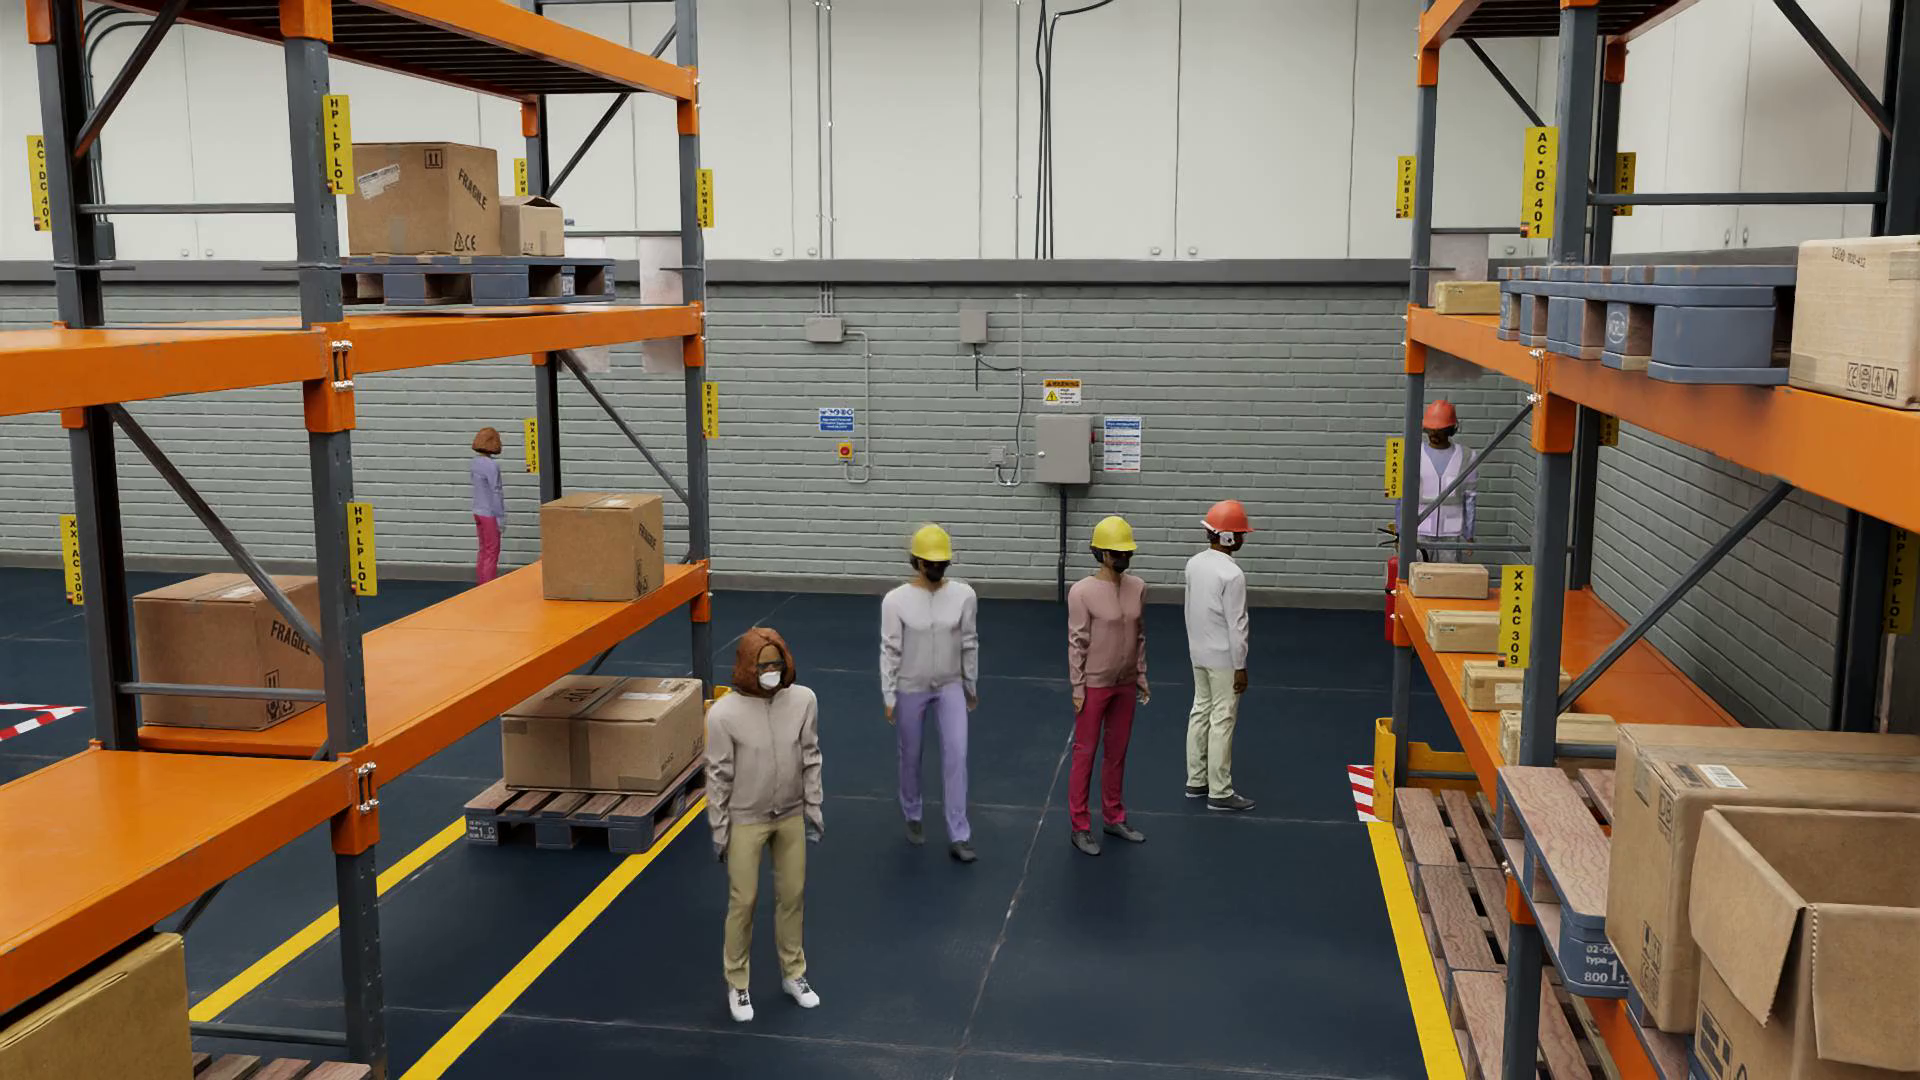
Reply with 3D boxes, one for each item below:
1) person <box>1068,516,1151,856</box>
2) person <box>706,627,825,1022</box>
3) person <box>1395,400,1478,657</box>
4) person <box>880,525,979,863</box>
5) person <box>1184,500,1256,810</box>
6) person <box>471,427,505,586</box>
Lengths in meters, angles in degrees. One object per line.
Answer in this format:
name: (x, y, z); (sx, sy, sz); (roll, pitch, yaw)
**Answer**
person: (0.786, 0.751, 8.712); (0.523, 1.769, 0.314); (-7, 12, -37)
person: (-0.790, 1.140, 6.751); (0.504, 1.623, 0.287); (-6, 11, -34)
person: (3.712, -0.076, 12.975); (0.615, 2.035, 0.393); (1, 9, 9)
person: (-0.129, 0.794, 8.545); (0.553, 1.733, 0.831); (-3, 10, -15)
person: (1.484, 0.642, 9.420); (0.334, 1.749, 0.576); (-3, 10, -20)
person: (-4.245, -0.207, 15.042); (0.300, 1.634, 0.502); (-7, 11, -35)
